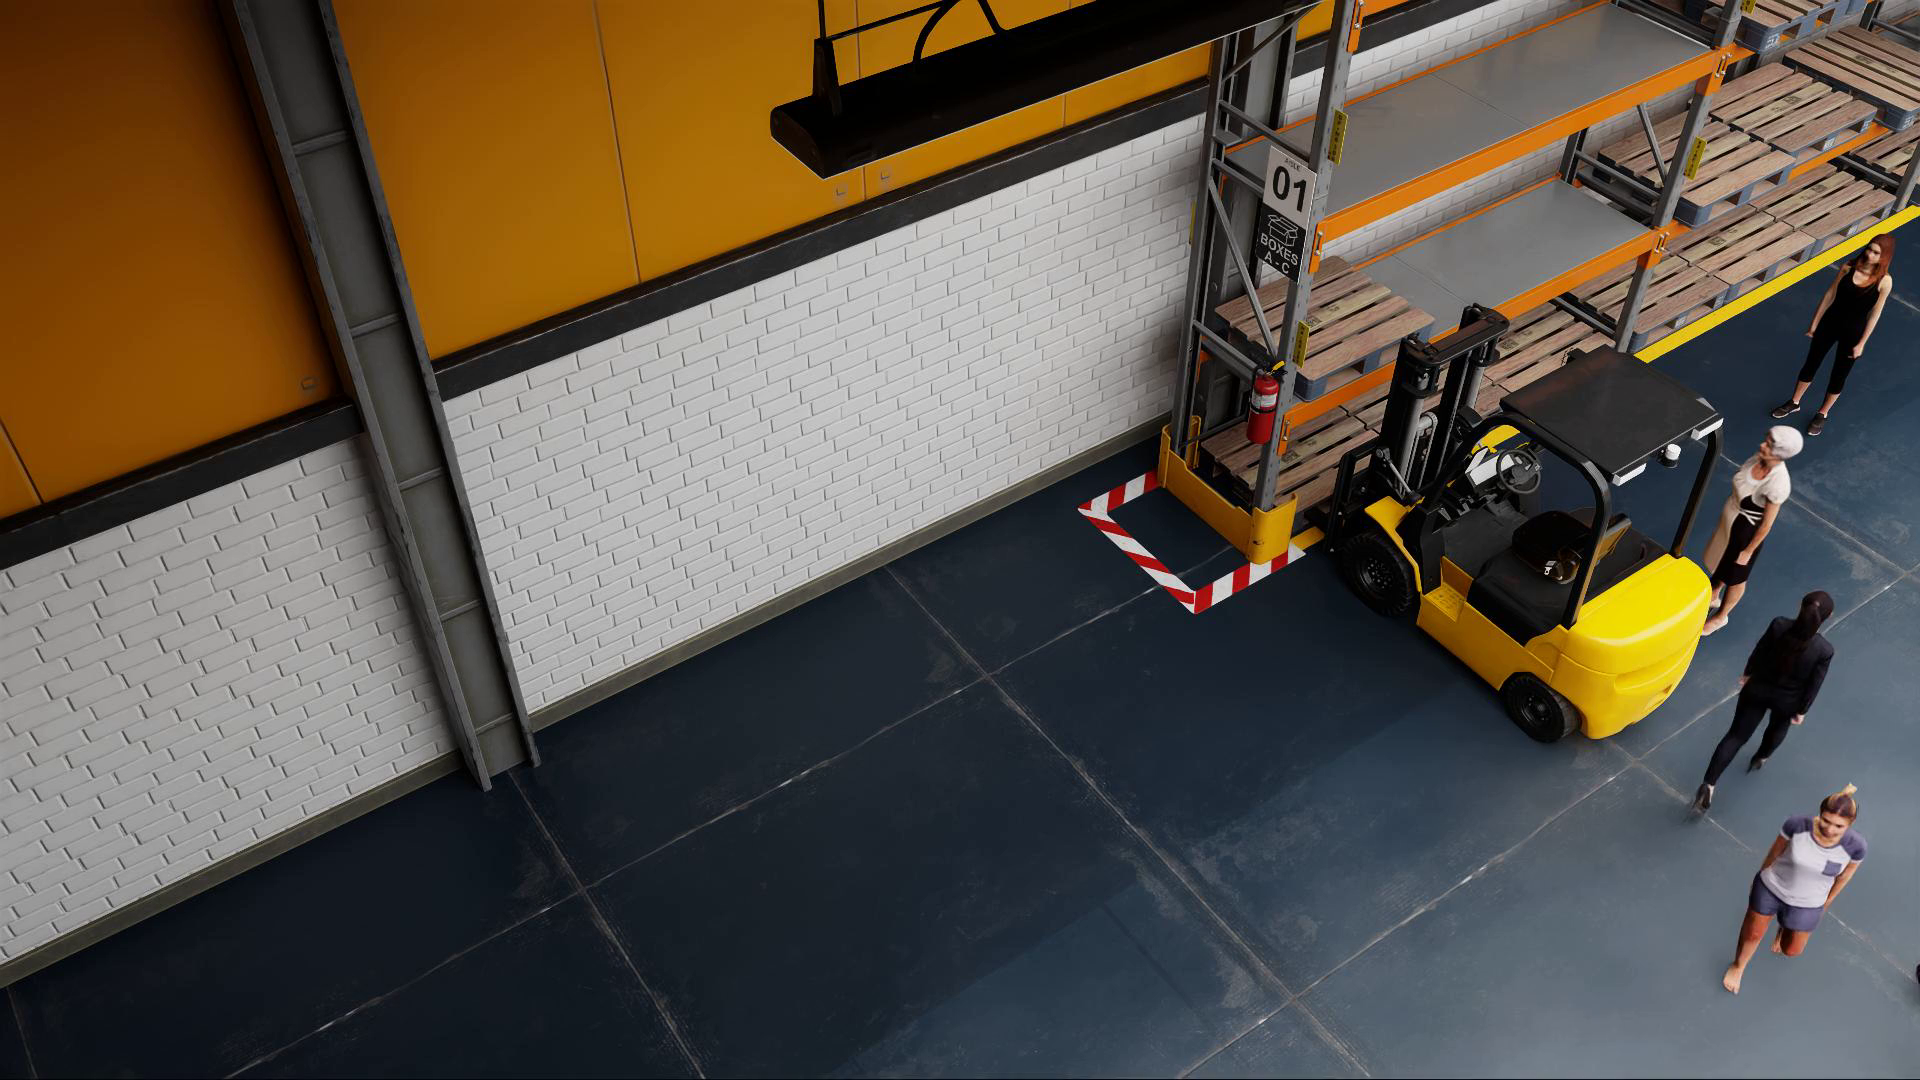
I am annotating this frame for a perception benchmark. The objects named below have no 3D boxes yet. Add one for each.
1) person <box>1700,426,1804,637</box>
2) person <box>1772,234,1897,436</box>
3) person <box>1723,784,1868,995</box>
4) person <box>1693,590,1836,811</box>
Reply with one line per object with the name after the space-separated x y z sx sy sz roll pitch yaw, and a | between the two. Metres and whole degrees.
5.192 -0.056 11.007 0.730 1.755 0.690 4 44 4 | person
6.705 -1.584 12.633 0.533 1.726 0.595 -31 52 -29 | person
4.563 1.872 9.091 0.716 1.606 0.838 24 49 23 | person
4.825 0.983 9.975 1.088 1.675 0.679 -32 52 -29 | person
